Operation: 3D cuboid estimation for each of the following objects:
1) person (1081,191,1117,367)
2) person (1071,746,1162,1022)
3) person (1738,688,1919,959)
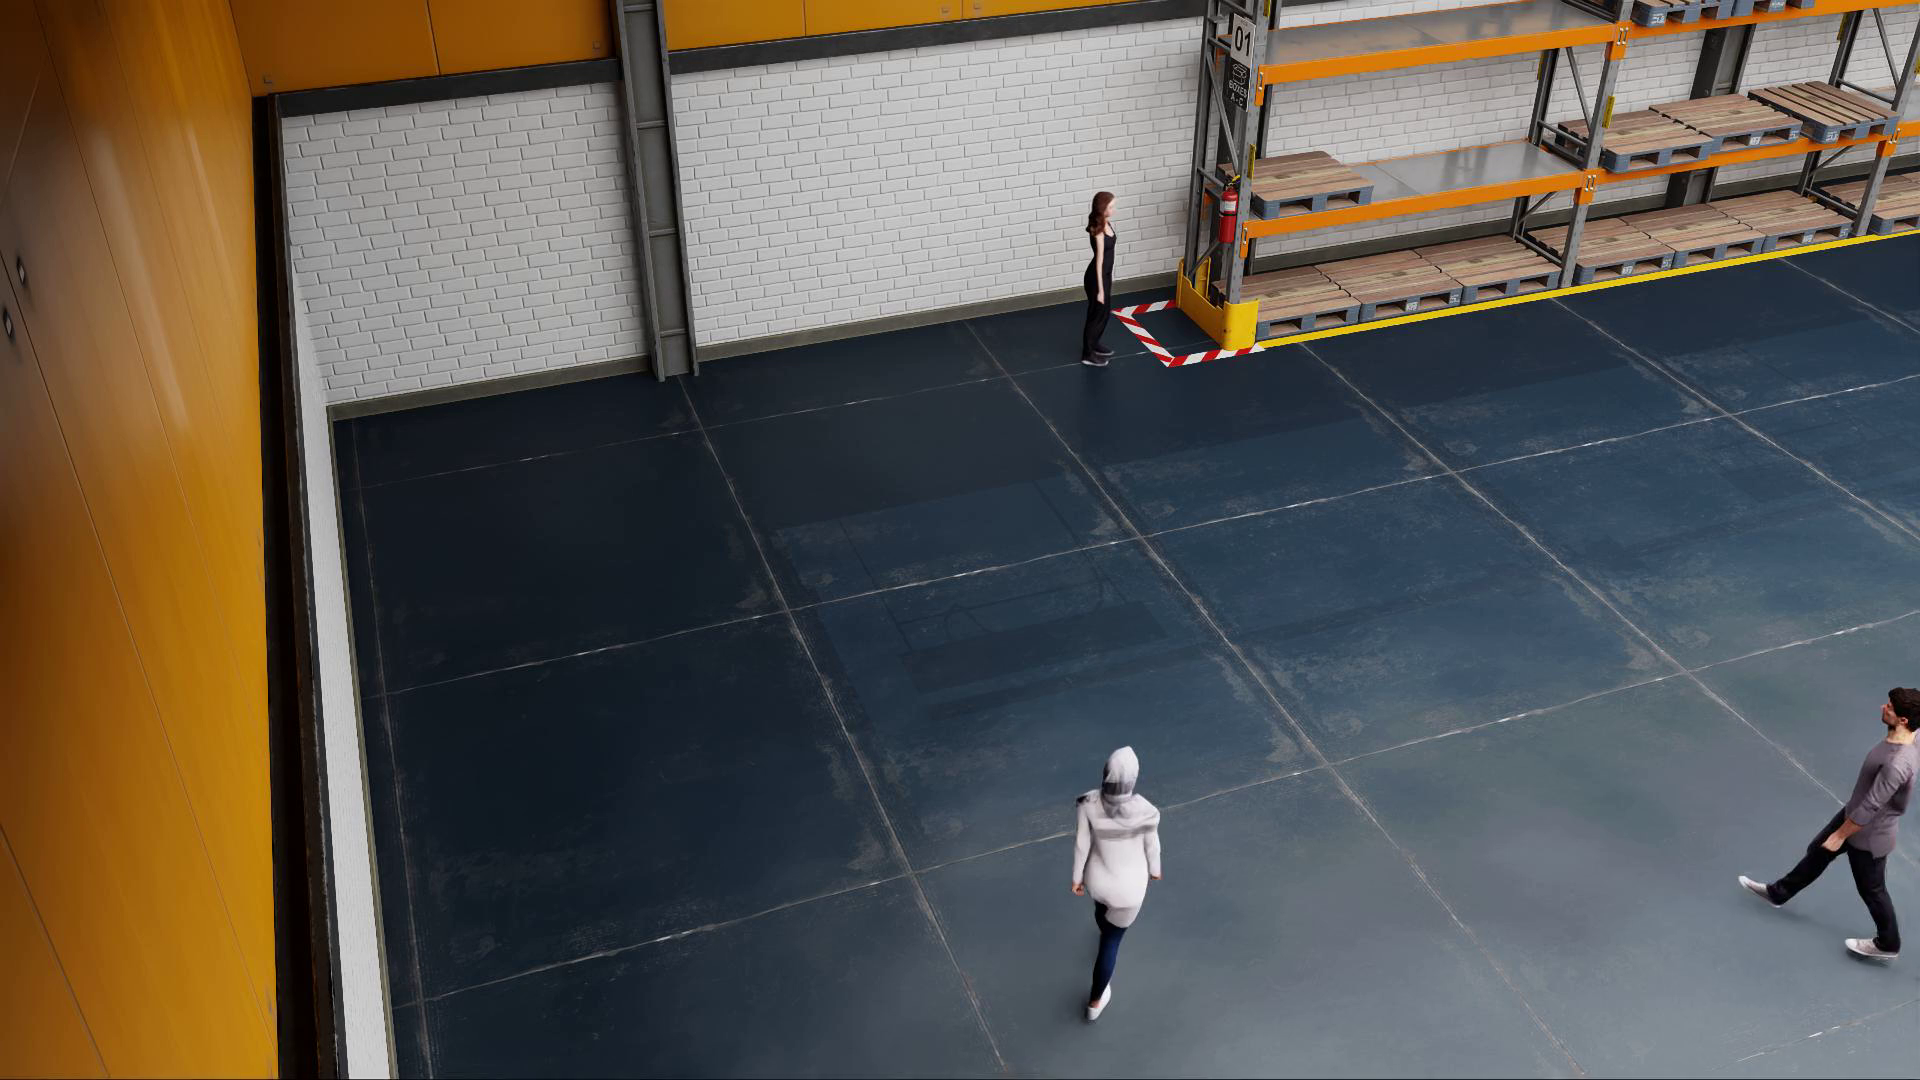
[{"bbox_3d":[1.311,-2.498,15.837,0.694,1.742,0.672,8,34,12],"label":"person"},{"bbox_3d":[0.816,1.943,9.154,1.009,1.744,1.066,15,36,21],"label":"person"},{"bbox_3d":[5.289,1.670,9.509,1.215,1.806,1.191,17,37,24],"label":"person"}]
